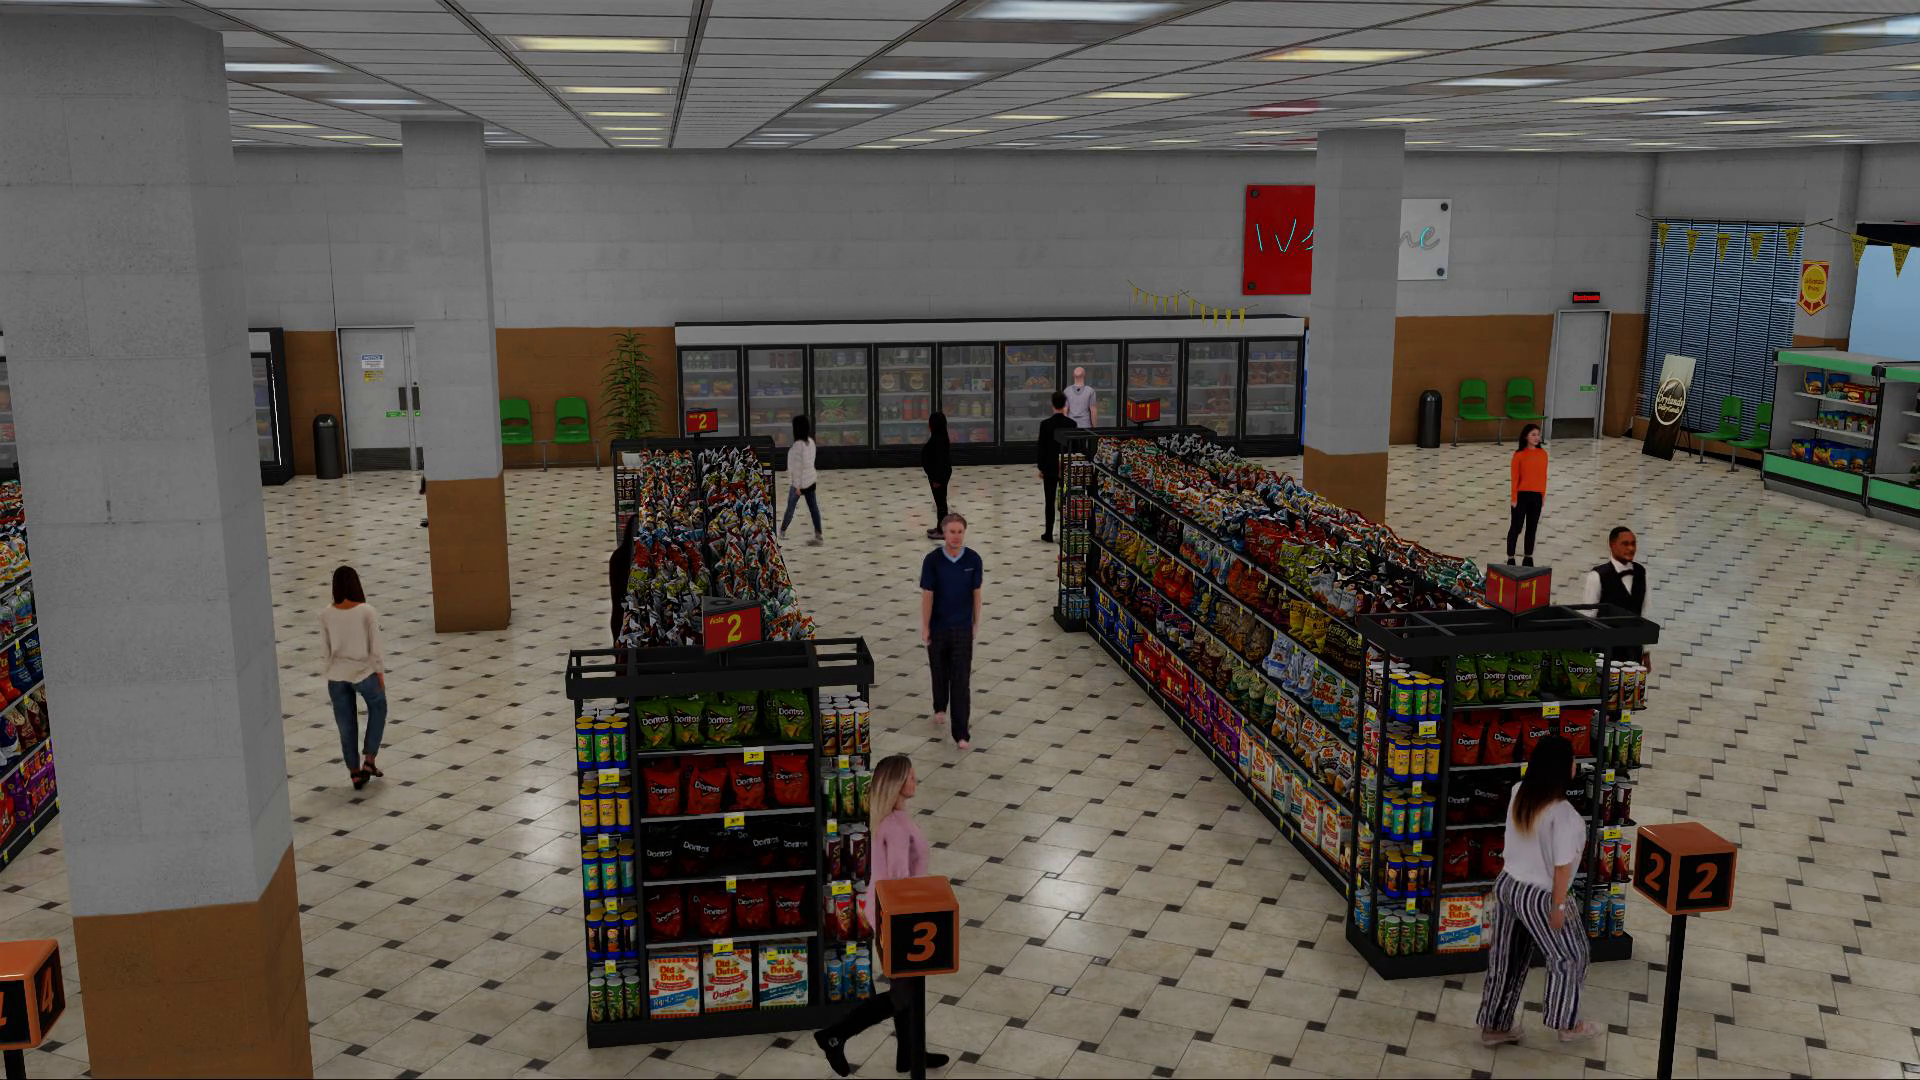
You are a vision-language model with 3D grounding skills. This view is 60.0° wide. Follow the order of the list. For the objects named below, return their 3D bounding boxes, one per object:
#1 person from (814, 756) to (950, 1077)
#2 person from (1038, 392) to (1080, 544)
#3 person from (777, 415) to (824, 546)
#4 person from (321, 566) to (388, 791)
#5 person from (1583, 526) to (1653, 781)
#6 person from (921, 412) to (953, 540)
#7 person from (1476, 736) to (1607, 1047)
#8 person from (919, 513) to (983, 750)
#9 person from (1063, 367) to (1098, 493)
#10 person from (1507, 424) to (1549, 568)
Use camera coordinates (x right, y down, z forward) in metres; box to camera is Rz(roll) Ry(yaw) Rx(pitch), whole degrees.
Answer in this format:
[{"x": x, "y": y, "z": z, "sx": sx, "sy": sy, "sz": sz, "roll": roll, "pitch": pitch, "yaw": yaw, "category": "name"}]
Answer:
[{"x": -0.393, "y": 1.878, "z": 8.189, "sx": 0.654, "sy": 1.671, "sz": 0.830, "roll": -2, "pitch": 12, "yaw": -11, "category": "person"}, {"x": 1.237, "y": -0.916, "z": 20.939, "sx": 0.677, "sy": 1.884, "sz": 0.583, "roll": -2, "pitch": 12, "yaw": -11, "category": "person"}, {"x": -1.882, "y": -0.717, "z": 20.679, "sx": 1.066, "sy": 1.602, "sz": 1.040, "roll": 7, "pitch": 14, "yaw": 30, "category": "person"}, {"x": -4.477, "y": 1.033, "z": 12.198, "sx": 0.697, "sy": 1.673, "sz": 0.681, "roll": 1, "pitch": 12, "yaw": 3, "category": "person"}, {"x": 4.943, "y": 0.822, "z": 12.651, "sx": 0.731, "sy": 1.898, "sz": 1.069, "roll": -3, "pitch": 12, "yaw": -13, "category": "person"}, {"x": -0.260, "y": -0.829, "z": 21.178, "sx": 0.731, "sy": 1.617, "sz": 0.599, "roll": 0, "pitch": 12, "yaw": -2, "category": "person"}, {"x": 2.881, "y": 1.825, "z": 8.496, "sx": 0.817, "sy": 1.648, "sz": 0.894, "roll": -4, "pitch": 12, "yaw": -17, "category": "person"}, {"x": -0.105, "y": 0.702, "z": 13.394, "sx": 0.758, "sy": 1.826, "sz": 1.215, "roll": -1, "pitch": 12, "yaw": -5, "category": "person"}, {"x": 1.743, "y": -1.638, "z": 24.482, "sx": 0.742, "sy": 1.837, "sz": 0.707, "roll": 2, "pitch": 12, "yaw": 9, "category": "person"}, {"x": 6.544, "y": -0.483, "z": 19.214, "sx": 0.640, "sy": 1.747, "sz": 0.583, "roll": -4, "pitch": 12, "yaw": -17, "category": "person"}]
